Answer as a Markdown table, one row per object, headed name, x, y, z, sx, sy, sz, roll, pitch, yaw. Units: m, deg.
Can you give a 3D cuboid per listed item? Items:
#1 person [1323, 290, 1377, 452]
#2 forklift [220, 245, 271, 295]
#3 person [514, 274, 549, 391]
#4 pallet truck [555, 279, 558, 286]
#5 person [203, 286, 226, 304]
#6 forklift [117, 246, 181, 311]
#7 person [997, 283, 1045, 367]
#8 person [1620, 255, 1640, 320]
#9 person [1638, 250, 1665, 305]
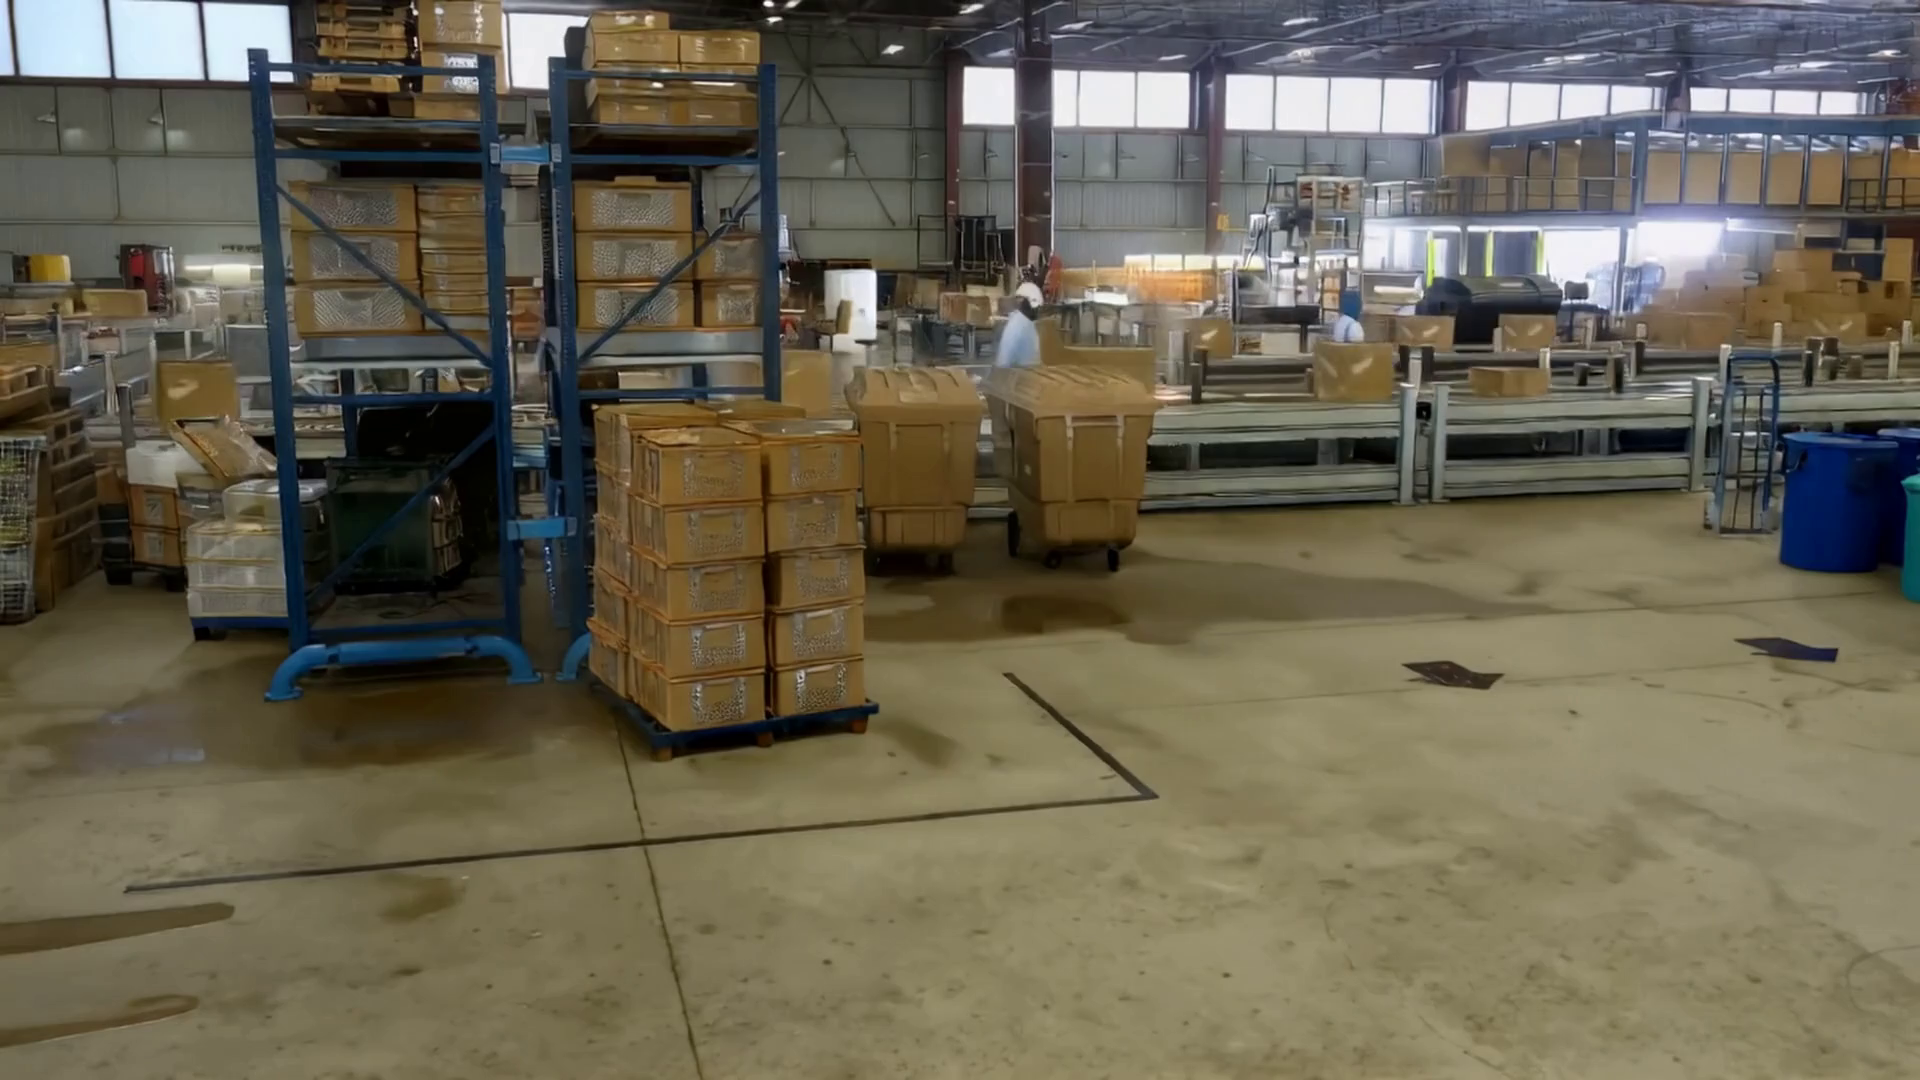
| name | x | y | z | sx | sy | sz | roll | pitch | yaw |
| --- | --- | --- | --- | --- | --- | --- | --- | --- | --- |
| person | 4.100 | -1.739 | 17.186 | 0.697 | 1.669 | 0.552 | -2 | 10 | -10 |
| forklift | -17.749 | -6.334 | 41.440 | 1.157 | 1.987 | 2.680 | -3 | 10 | -17 |
| person | -6.139 | -3.044 | 24.487 | 0.917 | 1.719 | 0.529 | 2 | 10 | 10 |
| pallet truck | -10.604 | -6.375 | 44.520 | 0.653 | 1.274 | 1.630 | -3 | 10 | -15 |
| person | -16.615 | -5.342 | 37.172 | 0.586 | 1.832 | 0.403 | 4 | 11 | 21 |
| forklift | -19.966 | -6.232 | 40.894 | 1.157 | 1.987 | 2.680 | -3 | 10 | -15 |
| person | 0.533 | -1.465 | 15.333 | 0.503 | 1.788 | 0.615 | 1 | 10 | 5 |
| person | 19.446 | -7.331 | 48.284 | 0.584 | 1.882 | 0.337 | 0 | 10 | -1 |
| person | 17.219 | -6.206 | 41.490 | 0.605 | 2.034 | 0.397 | 4 | 11 | 23 |
